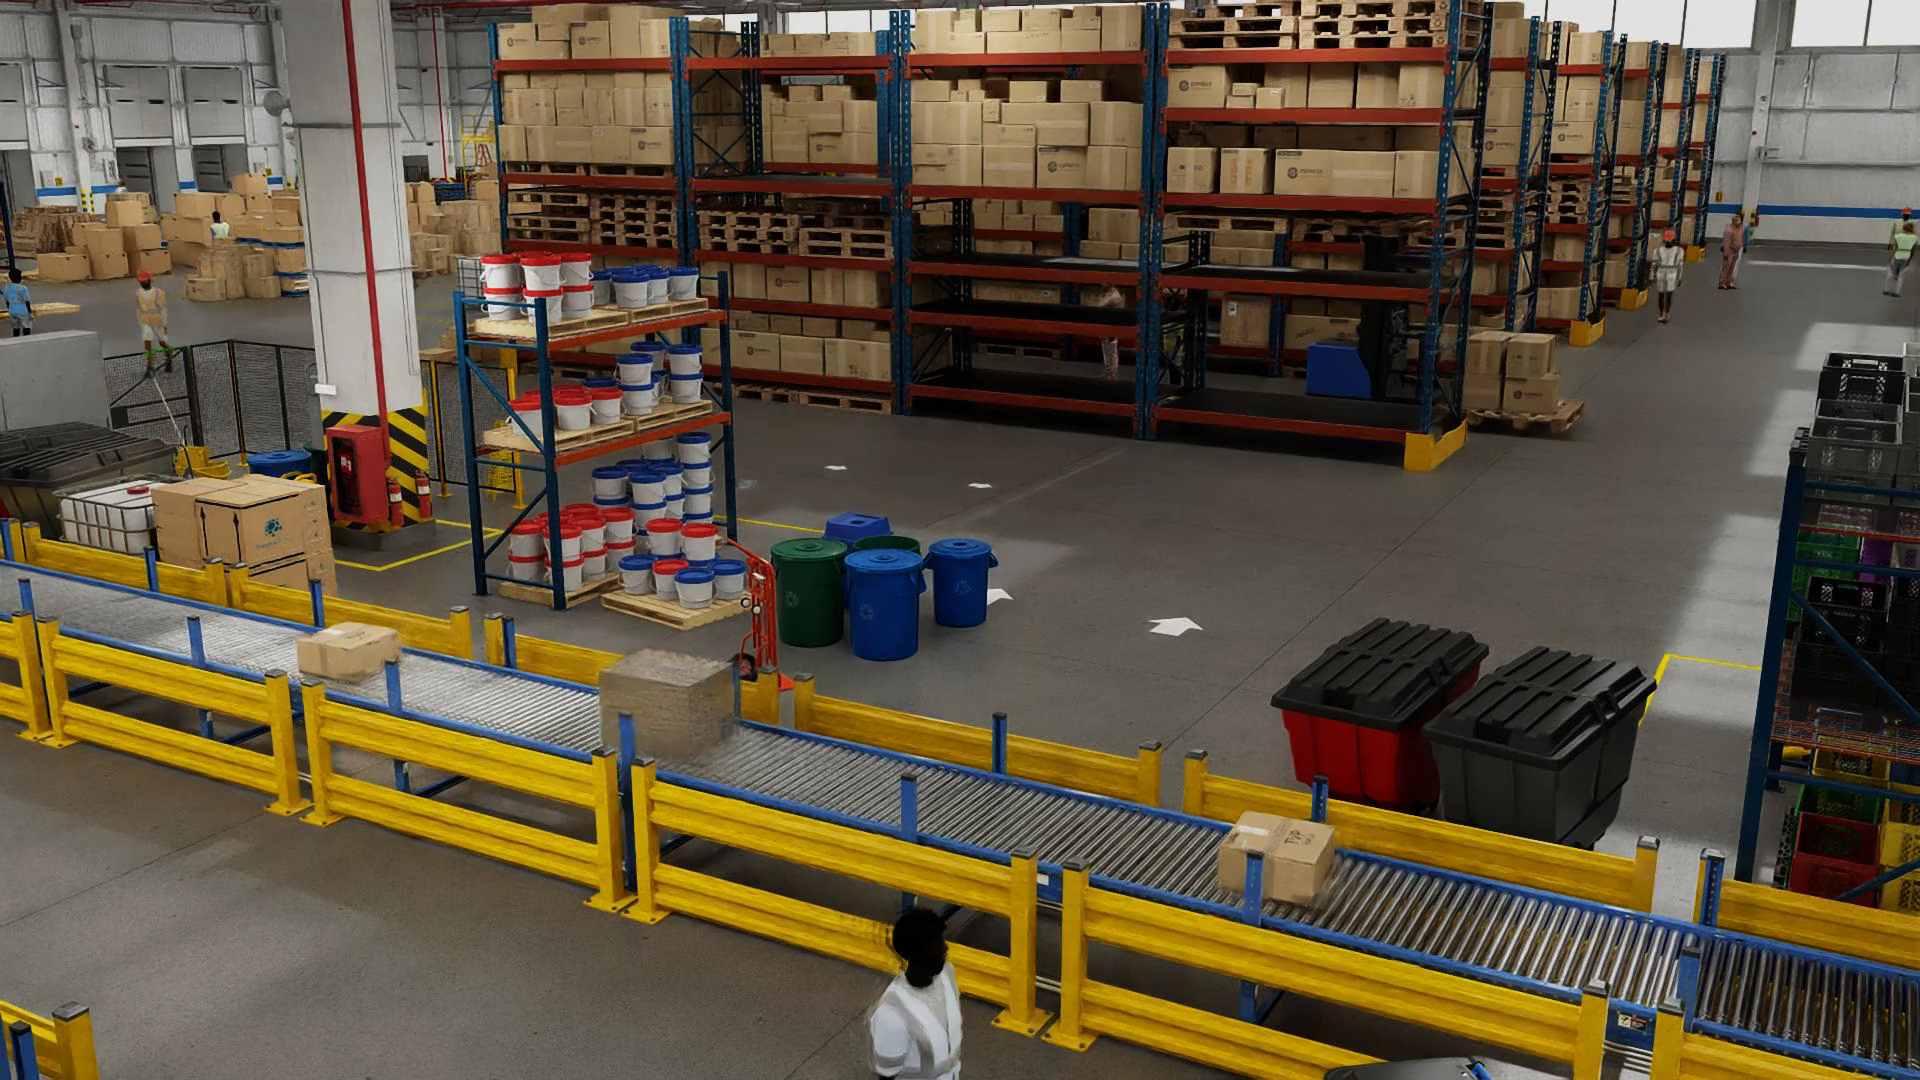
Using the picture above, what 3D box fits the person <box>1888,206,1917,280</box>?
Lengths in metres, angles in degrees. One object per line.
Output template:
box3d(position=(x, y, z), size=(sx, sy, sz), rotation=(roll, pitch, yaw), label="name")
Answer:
box3d(position=(25.424, -8.001, 44.895), size=(0.646, 1.980, 0.434), rotation=(9, 17, 29), label="person")

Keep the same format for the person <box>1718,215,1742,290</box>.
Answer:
box3d(position=(19.863, -7.391, 42.779), size=(0.644, 1.900, 0.397), rotation=(-12, 19, -37), label="person")

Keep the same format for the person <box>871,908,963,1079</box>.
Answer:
box3d(position=(-0.225, 2.270, 6.880), size=(0.695, 1.676, 0.539), rotation=(9, 17, 30), label="person")

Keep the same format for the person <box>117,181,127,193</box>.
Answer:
box3d(position=(-33.171, -13.453, 66.065), size=(0.546, 1.620, 0.457), rotation=(7, 16, 25), label="person")

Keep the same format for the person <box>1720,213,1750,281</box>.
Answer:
box3d(position=(20.810, -7.878, 44.776), size=(0.633, 1.807, 0.885), rotation=(13, 20, 41), label="person")

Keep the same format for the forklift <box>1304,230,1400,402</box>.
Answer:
box3d(position=(6.443, -3.376, 25.790), size=(1.873, 2.768, 1.129), rotation=(8, 17, 28), label="forklift")

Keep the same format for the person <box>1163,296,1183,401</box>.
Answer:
box3d(position=(3.459, -3.112, 27.064), size=(0.319, 1.695, 0.538), rotation=(-2, 15, -9), label="person")

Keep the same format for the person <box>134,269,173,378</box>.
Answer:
box3d(position=(-14.308, -3.858, 29.506), size=(0.559, 1.900, 0.976), rotation=(-2, 15, -7), label="person")

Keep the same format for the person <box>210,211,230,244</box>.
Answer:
box3d(position=(-19.506, -7.711, 43.941), size=(0.390, 1.914, 0.587), rotation=(7, 16, 23), label="person")

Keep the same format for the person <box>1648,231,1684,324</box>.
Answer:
box3d(position=(15.382, -5.720, 36.295), size=(0.641, 1.992, 1.013), rotation=(8, 17, 27), label="person")

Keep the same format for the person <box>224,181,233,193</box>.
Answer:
box3d(position=(-26.501, -12.012, 60.161), size=(0.827, 1.890, 0.748), rotation=(-12, 19, -37), label="person")

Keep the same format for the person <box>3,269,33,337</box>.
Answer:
box3d(position=(-17.765, -4.271, 31.432), size=(0.533, 1.692, 0.319), rotation=(4, 15, 13), label="person")

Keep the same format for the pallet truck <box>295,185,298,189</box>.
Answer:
box3d(position=(-26.804, -14.617, 69.738), size=(1.885, 1.965, 0.823), rotation=(-14, 20, -42), label="pallet truck")

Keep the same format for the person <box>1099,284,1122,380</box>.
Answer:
box3d(position=(2.536, -3.608, 28.527), size=(0.410, 1.909, 0.643), rotation=(-3, 15, -12), label="person")

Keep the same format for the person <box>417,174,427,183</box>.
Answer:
box3d(position=(-21.424, -13.645, 66.370), size=(0.620, 1.852, 0.441), rotation=(2, 15, 6), label="person")

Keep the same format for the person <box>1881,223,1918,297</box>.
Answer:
box3d(position=(23.374, -6.971, 41.358), size=(0.603, 1.803, 0.795), rotation=(2, 15, 8), label="person")
